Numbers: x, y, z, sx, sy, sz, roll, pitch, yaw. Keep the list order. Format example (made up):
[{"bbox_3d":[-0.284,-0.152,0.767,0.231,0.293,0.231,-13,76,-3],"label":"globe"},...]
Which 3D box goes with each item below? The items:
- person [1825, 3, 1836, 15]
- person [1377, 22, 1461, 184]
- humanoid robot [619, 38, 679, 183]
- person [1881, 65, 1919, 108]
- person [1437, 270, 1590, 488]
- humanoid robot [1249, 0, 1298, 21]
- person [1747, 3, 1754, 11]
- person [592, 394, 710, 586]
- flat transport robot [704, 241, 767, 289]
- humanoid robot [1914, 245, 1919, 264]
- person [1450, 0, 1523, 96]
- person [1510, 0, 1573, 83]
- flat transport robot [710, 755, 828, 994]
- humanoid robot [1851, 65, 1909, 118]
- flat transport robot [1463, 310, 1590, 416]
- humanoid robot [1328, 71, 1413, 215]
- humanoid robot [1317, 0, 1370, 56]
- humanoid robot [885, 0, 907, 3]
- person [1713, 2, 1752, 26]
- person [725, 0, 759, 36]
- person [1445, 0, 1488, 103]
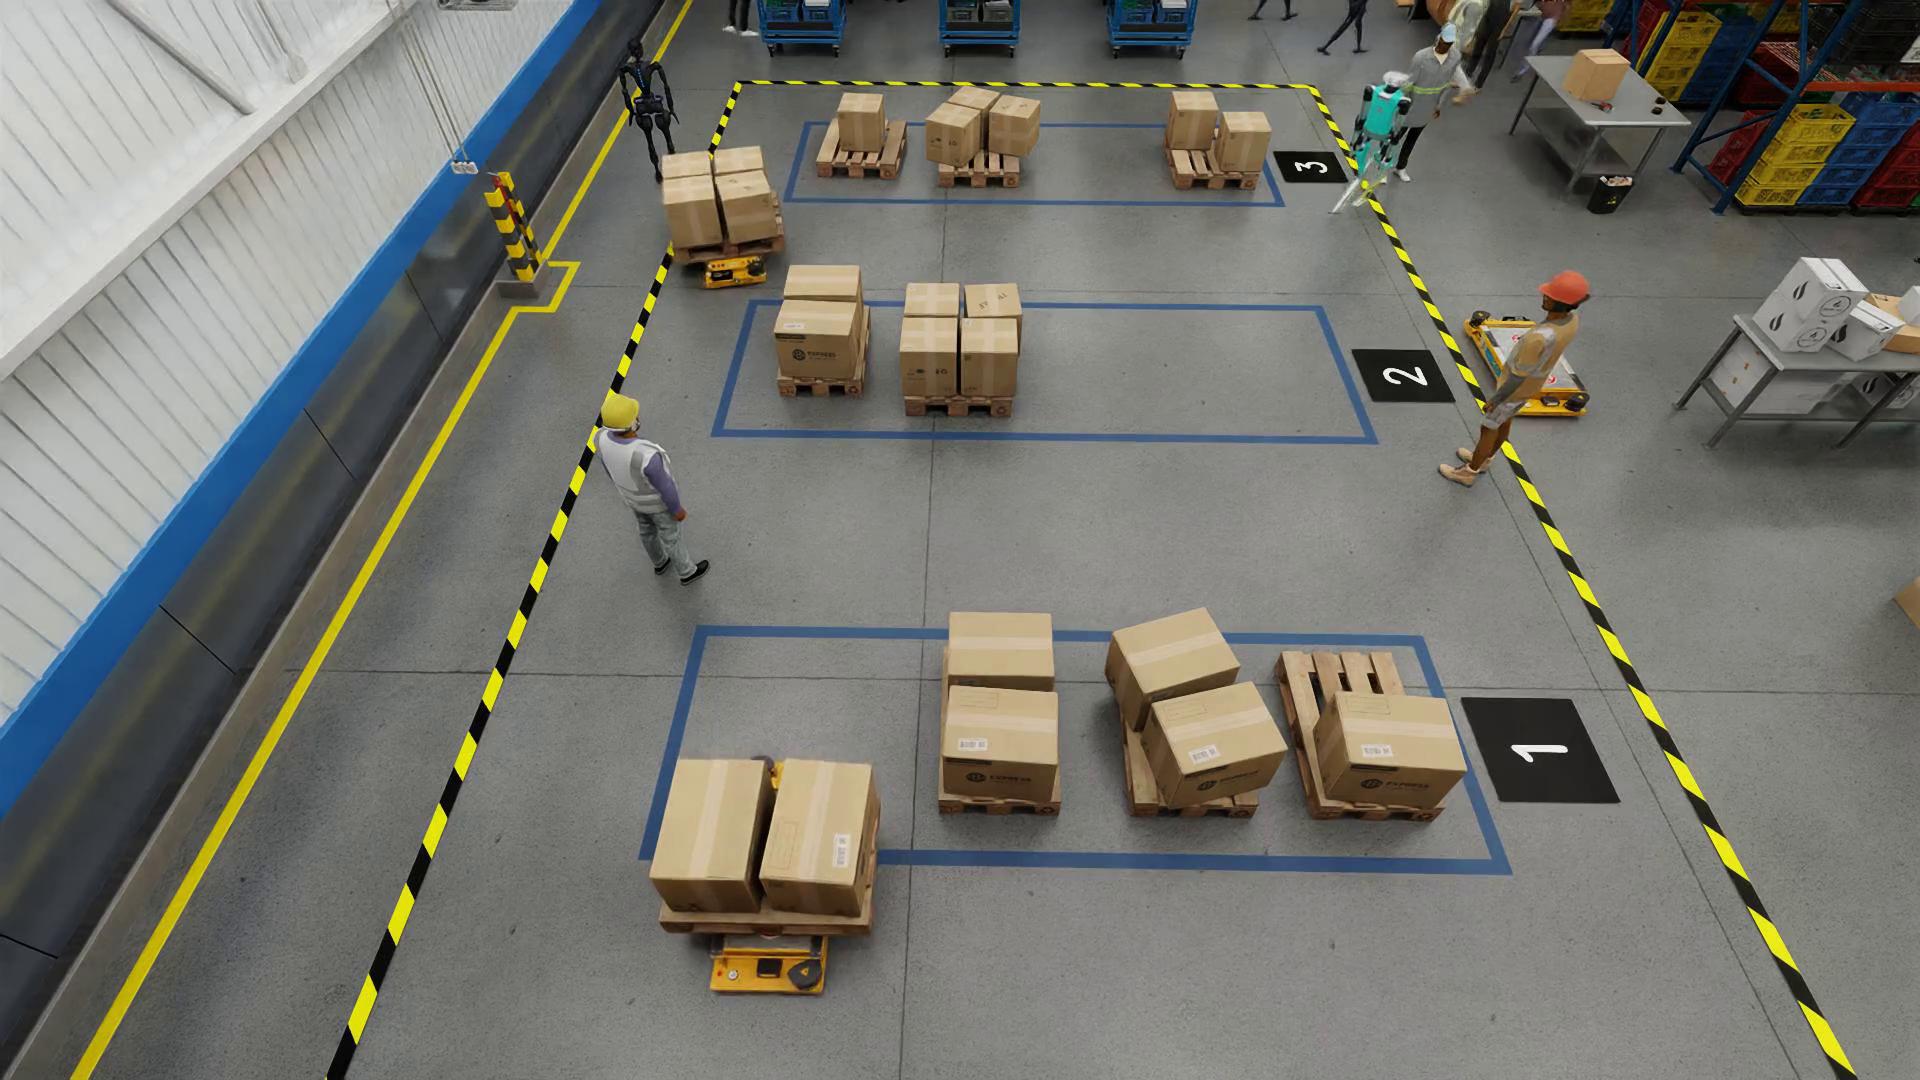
[{"bbox_3d":[13.556,-8.707,14.028,0.539,1.836,0.689,1,49,0],"label":"person"},{"bbox_3d":[5.530,-5.213,10.998,0.588,1.853,0.395,-4,49,-4],"label":"person"},{"bbox_3d":[-3.738,-5.177,11.075,0.599,1.653,0.315,-7,49,-6],"label":"humanoid robot"},{"bbox_3d":[13.275,-6.807,12.334,0.393,1.920,0.587,16,51,13],"label":"person"},{"bbox_3d":[4.510,-1.275,7.466,0.612,2.041,0.377,-31,56,-24],"label":"person"},{"bbox_3d":[5.159,-9.149,14.554,0.793,1.625,0.597,-10,50,-8],"label":"humanoid robot"},{"bbox_3d":[13.120,-9.524,14.605,0.388,2.040,0.613,21,52,17],"label":"person"},{"bbox_3d":[-2.291,-0.350,6.798,0.598,1.836,0.404,22,53,18],"label":"person"},{"bbox_3d":[-2.612,-3.384,10.444,0.652,0.197,1.431,-10,50,-9],"label":"flat transport robot"},{"bbox_3d":[11.004,-3.738,9.839,0.372,1.650,0.602,-9,50,-8],"label":"humanoid robot"},{"bbox_3d":[7.400,-7.157,12.685,0.346,1.846,0.506,-20,52,-16],"label":"person"},{"bbox_3d":[8.355,-7.450,13.009,0.607,1.742,0.541,-29,55,-23],"label":"person"},{"bbox_3d":[-1.115,2.045,5.745,0.652,0.197,1.431,1,49,1],"label":"flat transport robot"},{"bbox_3d":[12.026,-6.073,11.812,0.656,1.780,0.541,-3,49,-3],"label":"humanoid robot"},{"bbox_3d":[5.573,-1.757,9.054,0.659,0.231,1.431,1,49,1],"label":"flat transport robot"},{"bbox_3d":[4.768,-4.505,10.448,0.537,1.729,0.958,37,58,27],"label":"humanoid robot"},{"bbox_3d":[5.930,-8.073,13.628,0.820,1.629,0.616,6,49,5],"label":"humanoid robot"},{"bbox_3d":[-1.115,-9.828,15.099,0.599,1.657,0.315,20,52,17],"label":"humanoid robot"},{"bbox_3d":[11.462,-7.954,13.456,0.675,1.726,0.490,-14,51,-12],"label":"person"},{"bbox_3d":[-3.485,-8.722,14.055,0.501,1.831,0.648,-37,58,-27],"label":"person"},{"bbox_3d":[6.780,-6.782,12.401,0.793,1.796,0.627,23,53,19],"label":"person"}]
